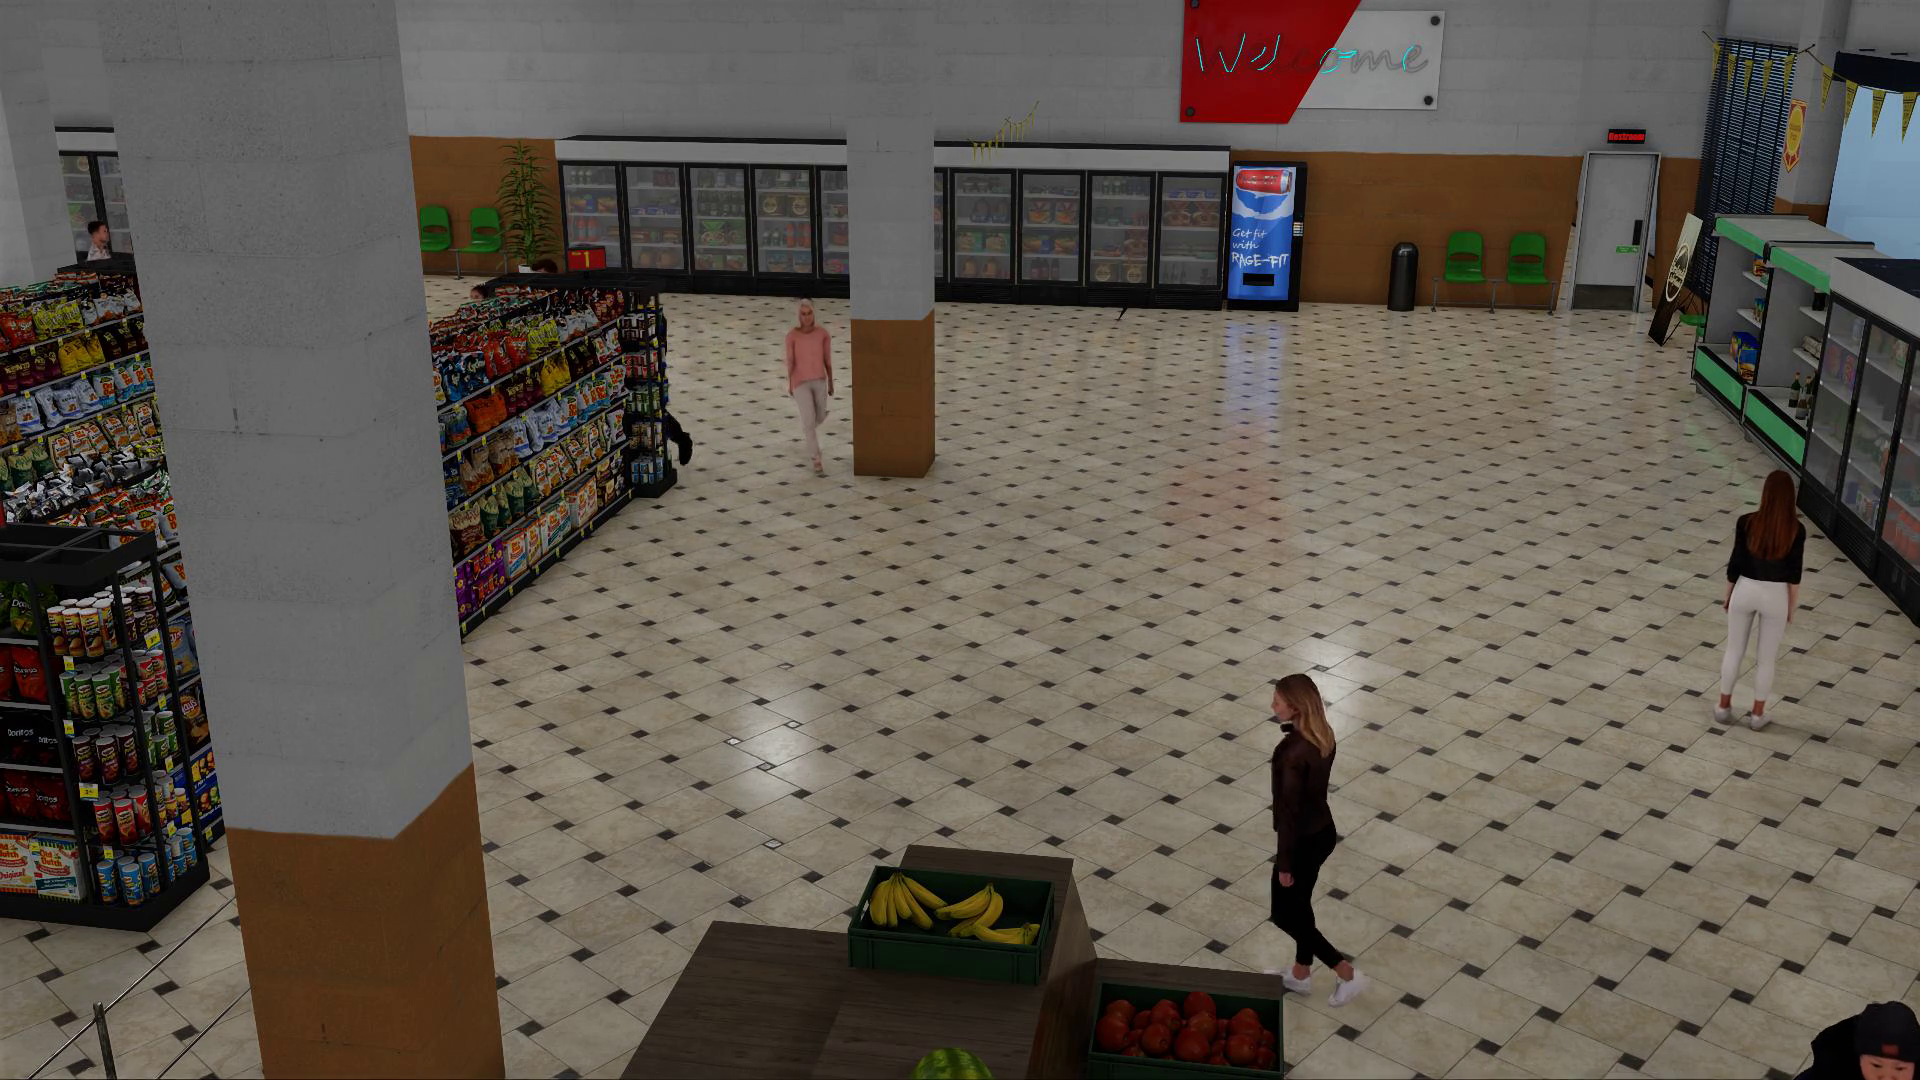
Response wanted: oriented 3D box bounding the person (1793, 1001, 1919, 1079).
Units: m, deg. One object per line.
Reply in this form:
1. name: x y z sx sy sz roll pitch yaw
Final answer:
1. person: 2.870 2.175 5.437 0.672 1.666 0.773 2 19 7

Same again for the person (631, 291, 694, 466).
1. person: -2.999 -1.570 16.329 1.026 1.804 1.112 12 22 31

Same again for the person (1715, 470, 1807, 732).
1. person: 5.145 0.385 10.703 0.654 1.694 0.656 12 22 31

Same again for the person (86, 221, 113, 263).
1. person: -10.788 -3.064 20.796 1.061 1.780 1.124 -6 20 -18

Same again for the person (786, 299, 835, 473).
1. person: -1.505 -1.554 16.448 0.906 1.697 1.099 -6 20 -18

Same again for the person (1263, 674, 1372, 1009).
1. person: 1.639 1.430 7.620 0.889 1.684 0.871 15 24 37
